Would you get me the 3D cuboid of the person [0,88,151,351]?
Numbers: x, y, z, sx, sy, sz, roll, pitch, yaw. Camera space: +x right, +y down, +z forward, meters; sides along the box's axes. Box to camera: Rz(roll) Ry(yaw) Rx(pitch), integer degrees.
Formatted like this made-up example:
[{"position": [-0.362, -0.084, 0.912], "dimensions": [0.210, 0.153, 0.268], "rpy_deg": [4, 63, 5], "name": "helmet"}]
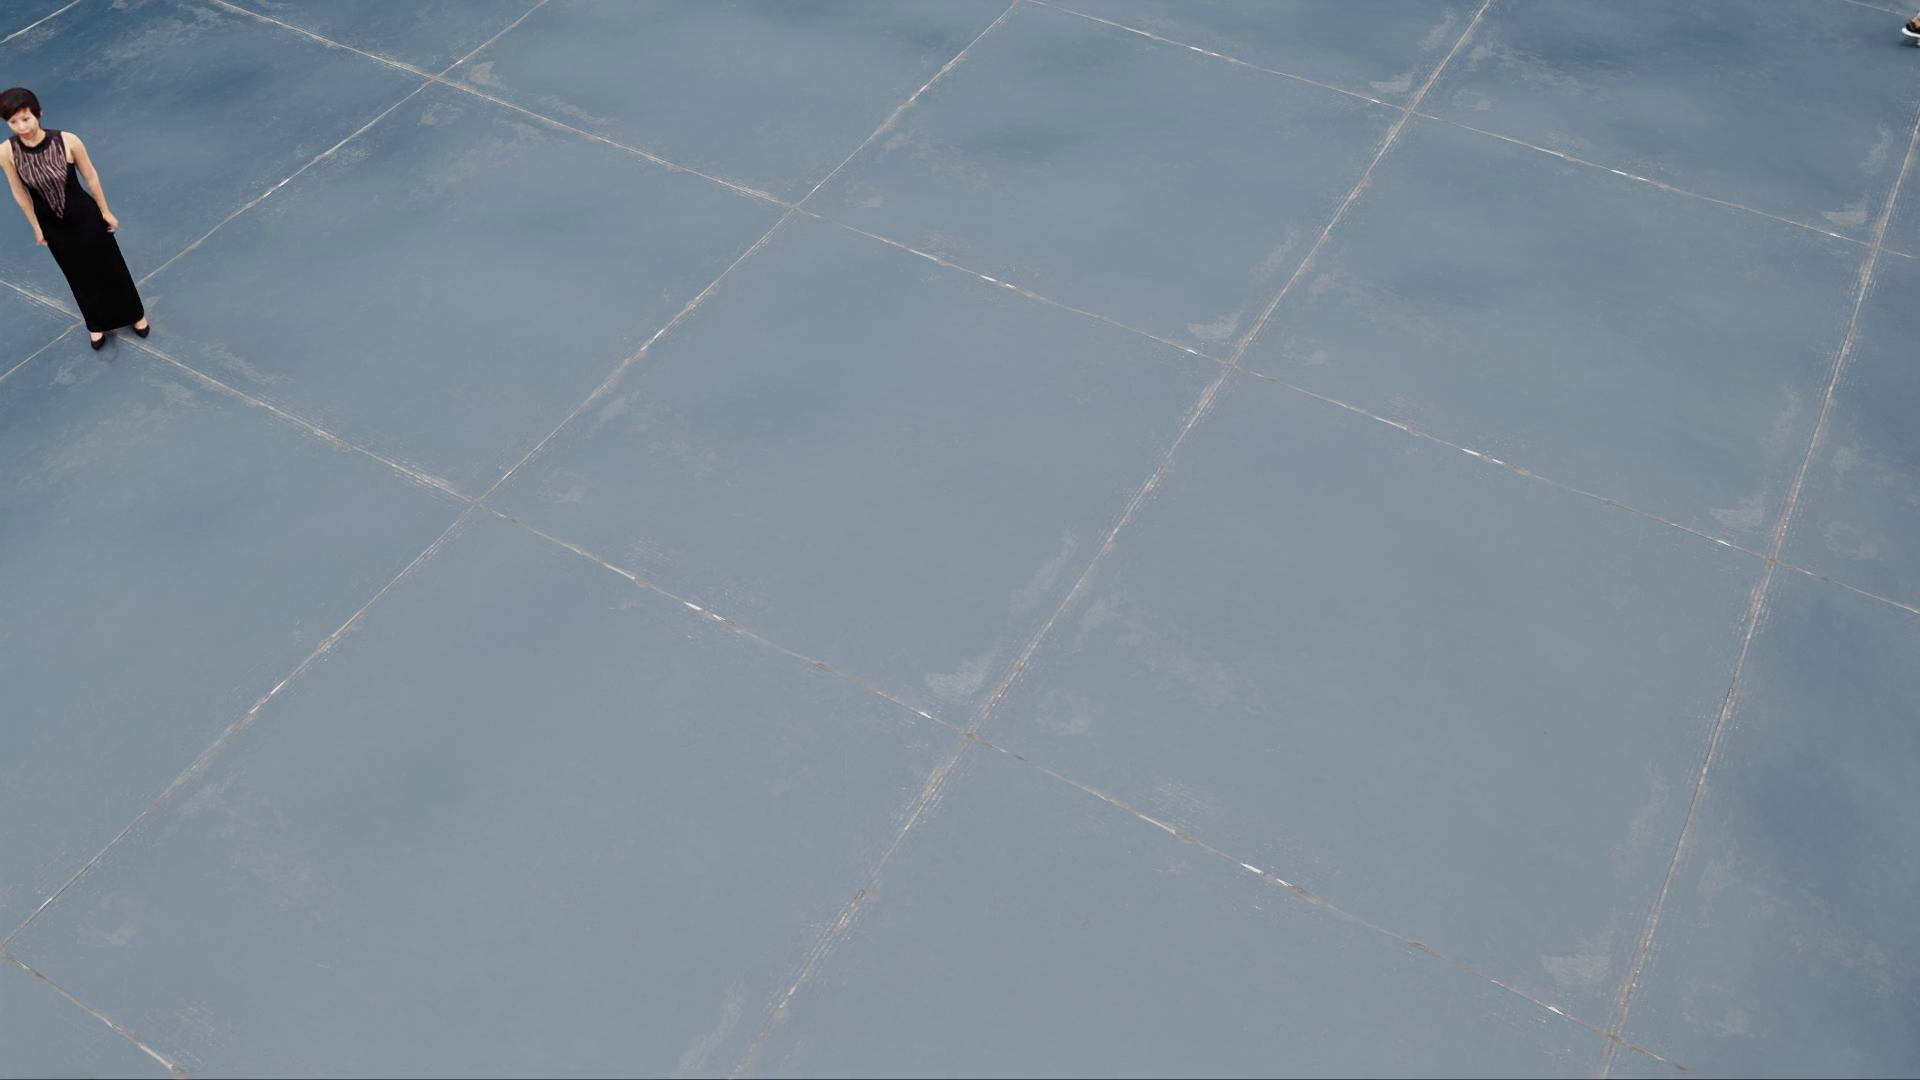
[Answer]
[{"position": [-4.865, -1.767, 9.110], "dimensions": [0.659, 1.603, 0.699], "rpy_deg": [-16, 49, -14], "name": "person"}]
